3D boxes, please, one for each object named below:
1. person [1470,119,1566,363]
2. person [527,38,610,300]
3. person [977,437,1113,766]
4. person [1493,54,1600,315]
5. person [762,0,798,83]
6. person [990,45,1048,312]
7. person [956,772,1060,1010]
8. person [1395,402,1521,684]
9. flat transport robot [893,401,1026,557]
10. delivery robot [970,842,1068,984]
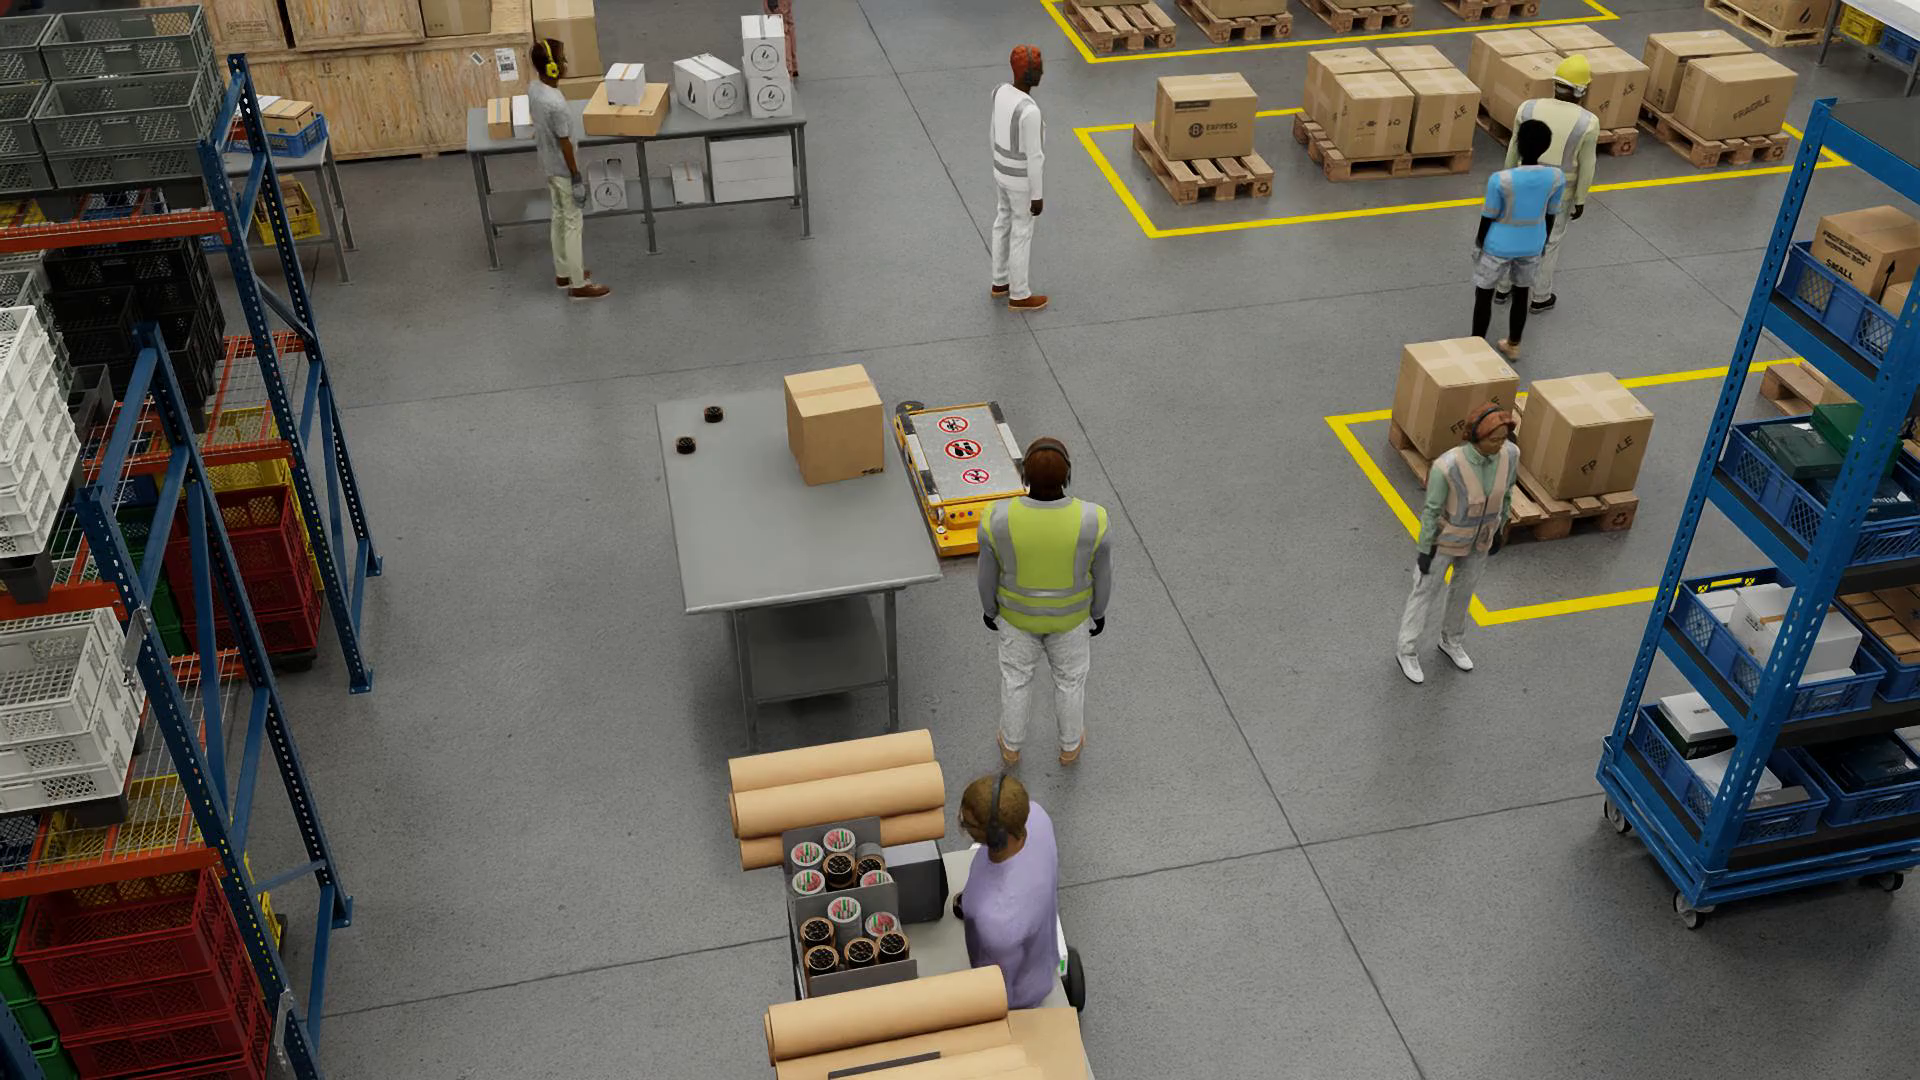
[{"bbox_3d":[3.643,-1.939,10.957,0.541,1.691,0.321,-5,37,-7],"label":"person"},{"bbox_3d":[-2.810,-2.605,11.711,0.326,1.869,0.605,-25,43,-29],"label":"person"},{"bbox_3d":[0.392,0.314,7.802,0.627,1.844,0.429,2,37,2],"label":"person"},{"bbox_3d":[4.072,-2.460,11.540,0.600,1.827,0.404,24,43,29],"label":"person"},{"bbox_3d":[-1.677,-5.004,14.908,0.401,1.900,0.647,1,37,2],"label":"person"},{"bbox_3d":[0.409,-2.505,11.555,0.337,1.882,0.585,-16,40,-21],"label":"person"},{"bbox_3d":[0.171,1.572,6.043,0.373,1.930,0.627,8,37,10],"label":"person"},{"bbox_3d":[2.521,0.008,8.391,0.520,1.633,0.315,-13,39,-17],"label":"person"},{"bbox_3d":[0.046,-0.430,10.108,0.652,0.197,1.431,-8,37,-10],"label":"flat transport robot"},{"bbox_3d":[0.234,1.591,7.081,0.477,0.478,0.707,-5,37,-6],"label":"delivery robot"}]
